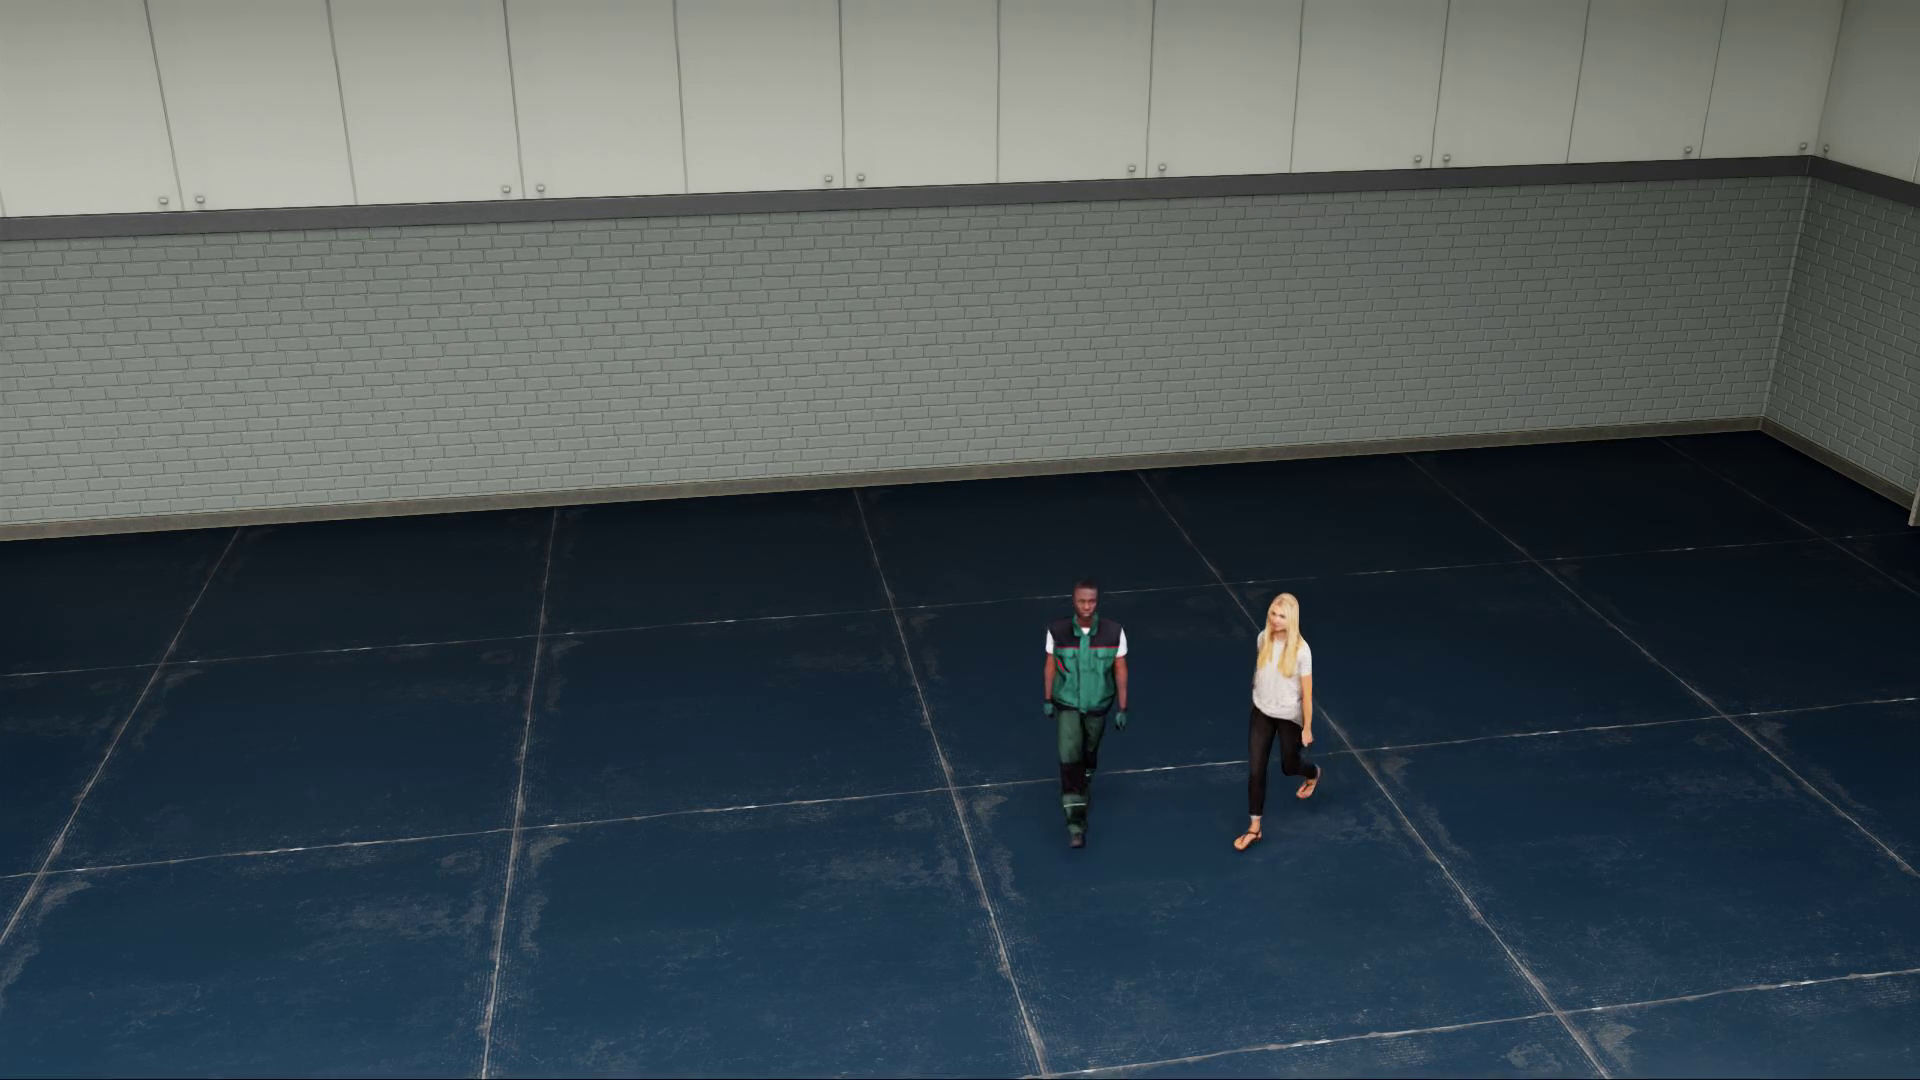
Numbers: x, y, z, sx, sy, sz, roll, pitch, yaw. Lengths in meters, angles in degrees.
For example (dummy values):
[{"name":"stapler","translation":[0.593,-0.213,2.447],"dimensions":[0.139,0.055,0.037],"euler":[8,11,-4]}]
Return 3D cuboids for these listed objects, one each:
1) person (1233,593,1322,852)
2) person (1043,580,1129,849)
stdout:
[{"name":"person","translation":[2.140,1.142,10.888],"dimensions":[1.102,1.793,1.105],"euler":[19,30,38]},{"name":"person","translation":[0.823,1.075,11.065],"dimensions":[0.838,1.777,1.260],"euler":[0,23,0]}]
